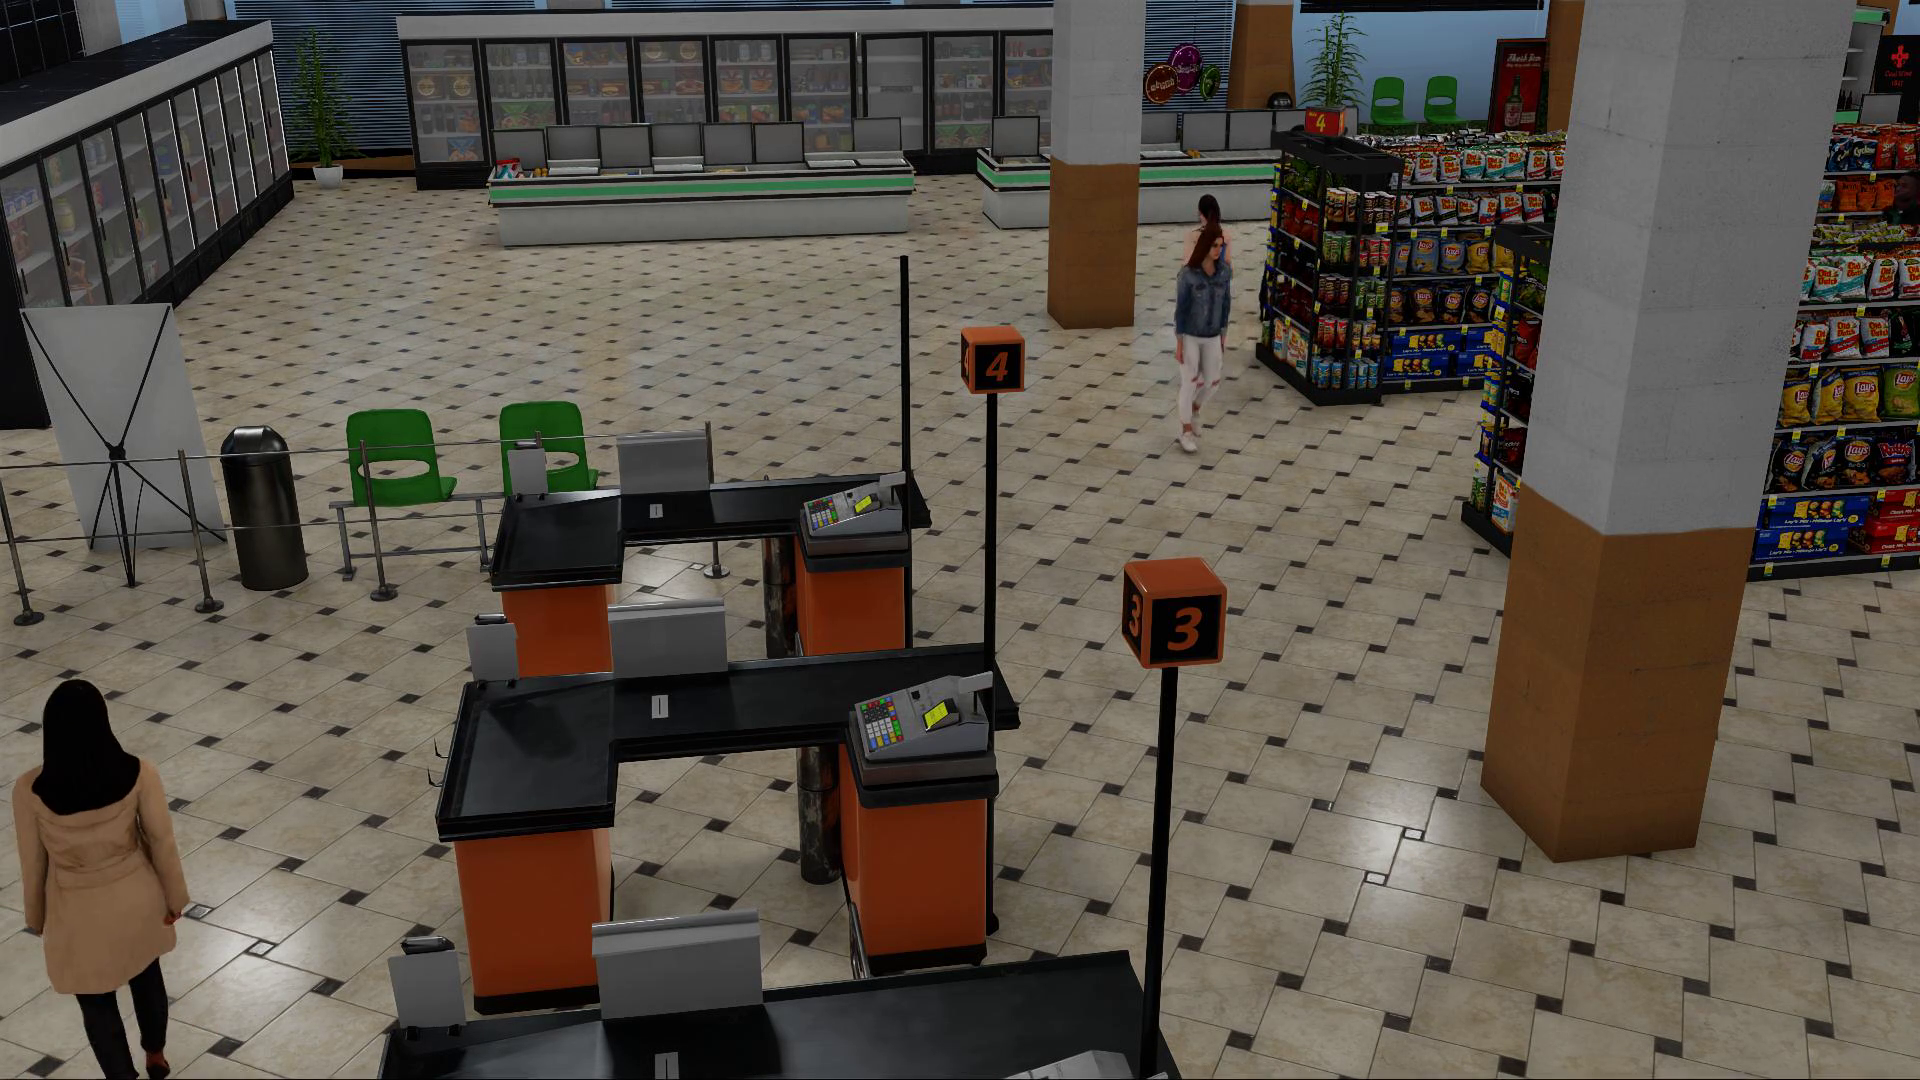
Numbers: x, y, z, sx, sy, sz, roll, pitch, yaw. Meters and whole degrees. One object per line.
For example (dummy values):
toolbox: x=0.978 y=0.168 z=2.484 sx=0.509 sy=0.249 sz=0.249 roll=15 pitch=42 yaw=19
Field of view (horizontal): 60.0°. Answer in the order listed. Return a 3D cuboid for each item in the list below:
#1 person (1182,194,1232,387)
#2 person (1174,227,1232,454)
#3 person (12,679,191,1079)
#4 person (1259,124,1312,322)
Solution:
person: x=2.092 y=-2.061 z=13.920 sx=0.528 sy=1.598 sz=0.643 roll=-5 pitch=23 yaw=-13
person: x=1.751 y=-1.512 z=12.437 sx=0.665 sy=1.685 sz=0.709 roll=-6 pitch=23 yaw=-13
person: x=-2.829 y=1.277 z=5.525 sx=0.974 sy=1.664 sz=0.906 roll=-12 pitch=25 yaw=-27
person: x=3.085 y=-2.994 z=15.897 sx=1.058 sy=1.856 sz=0.816 roll=-10 pitch=24 yaw=-24
